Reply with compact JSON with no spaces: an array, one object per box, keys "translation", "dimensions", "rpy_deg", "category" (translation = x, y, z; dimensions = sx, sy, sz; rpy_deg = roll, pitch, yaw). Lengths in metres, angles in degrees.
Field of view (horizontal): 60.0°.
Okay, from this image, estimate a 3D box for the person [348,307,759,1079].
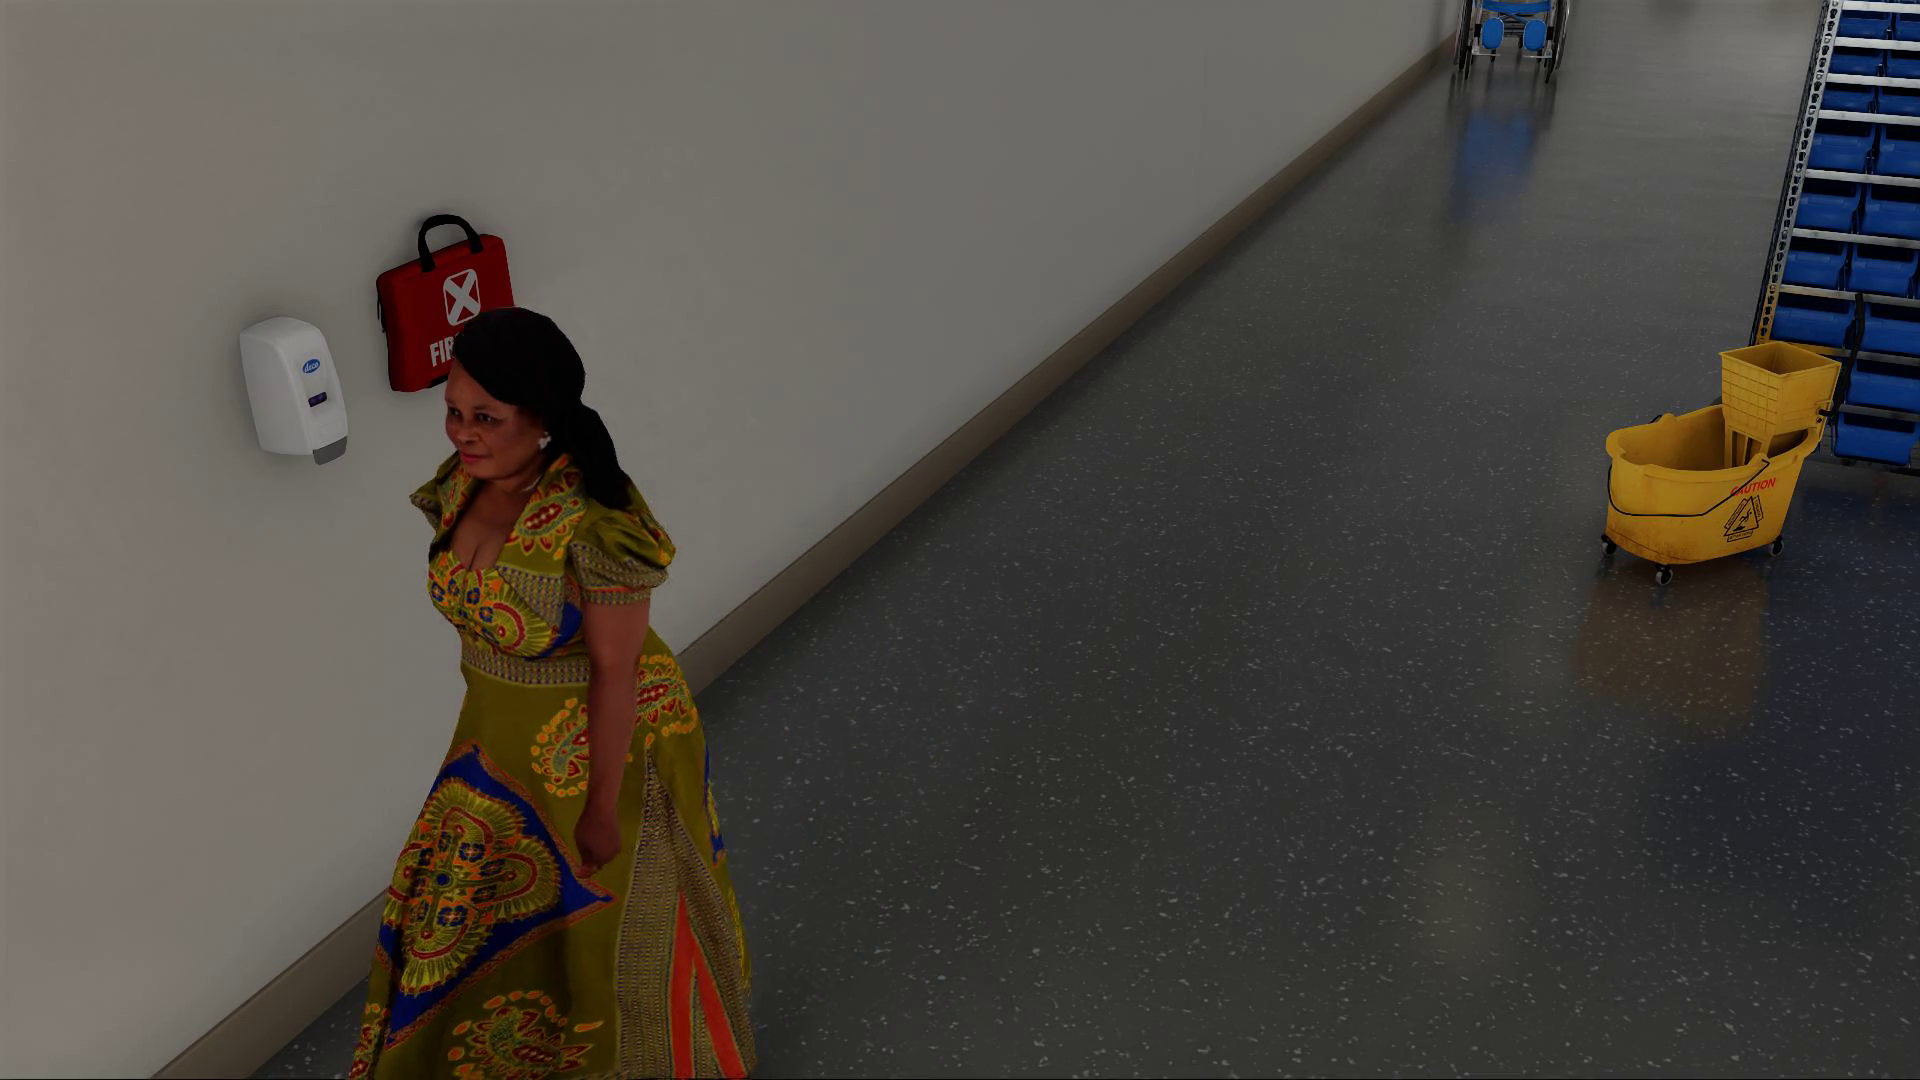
[{"translation":[-0.657,0.347,3.058],"dimensions":[1.079,1.635,0.806],"rpy_deg":[12,28,23],"category":"person"}]
